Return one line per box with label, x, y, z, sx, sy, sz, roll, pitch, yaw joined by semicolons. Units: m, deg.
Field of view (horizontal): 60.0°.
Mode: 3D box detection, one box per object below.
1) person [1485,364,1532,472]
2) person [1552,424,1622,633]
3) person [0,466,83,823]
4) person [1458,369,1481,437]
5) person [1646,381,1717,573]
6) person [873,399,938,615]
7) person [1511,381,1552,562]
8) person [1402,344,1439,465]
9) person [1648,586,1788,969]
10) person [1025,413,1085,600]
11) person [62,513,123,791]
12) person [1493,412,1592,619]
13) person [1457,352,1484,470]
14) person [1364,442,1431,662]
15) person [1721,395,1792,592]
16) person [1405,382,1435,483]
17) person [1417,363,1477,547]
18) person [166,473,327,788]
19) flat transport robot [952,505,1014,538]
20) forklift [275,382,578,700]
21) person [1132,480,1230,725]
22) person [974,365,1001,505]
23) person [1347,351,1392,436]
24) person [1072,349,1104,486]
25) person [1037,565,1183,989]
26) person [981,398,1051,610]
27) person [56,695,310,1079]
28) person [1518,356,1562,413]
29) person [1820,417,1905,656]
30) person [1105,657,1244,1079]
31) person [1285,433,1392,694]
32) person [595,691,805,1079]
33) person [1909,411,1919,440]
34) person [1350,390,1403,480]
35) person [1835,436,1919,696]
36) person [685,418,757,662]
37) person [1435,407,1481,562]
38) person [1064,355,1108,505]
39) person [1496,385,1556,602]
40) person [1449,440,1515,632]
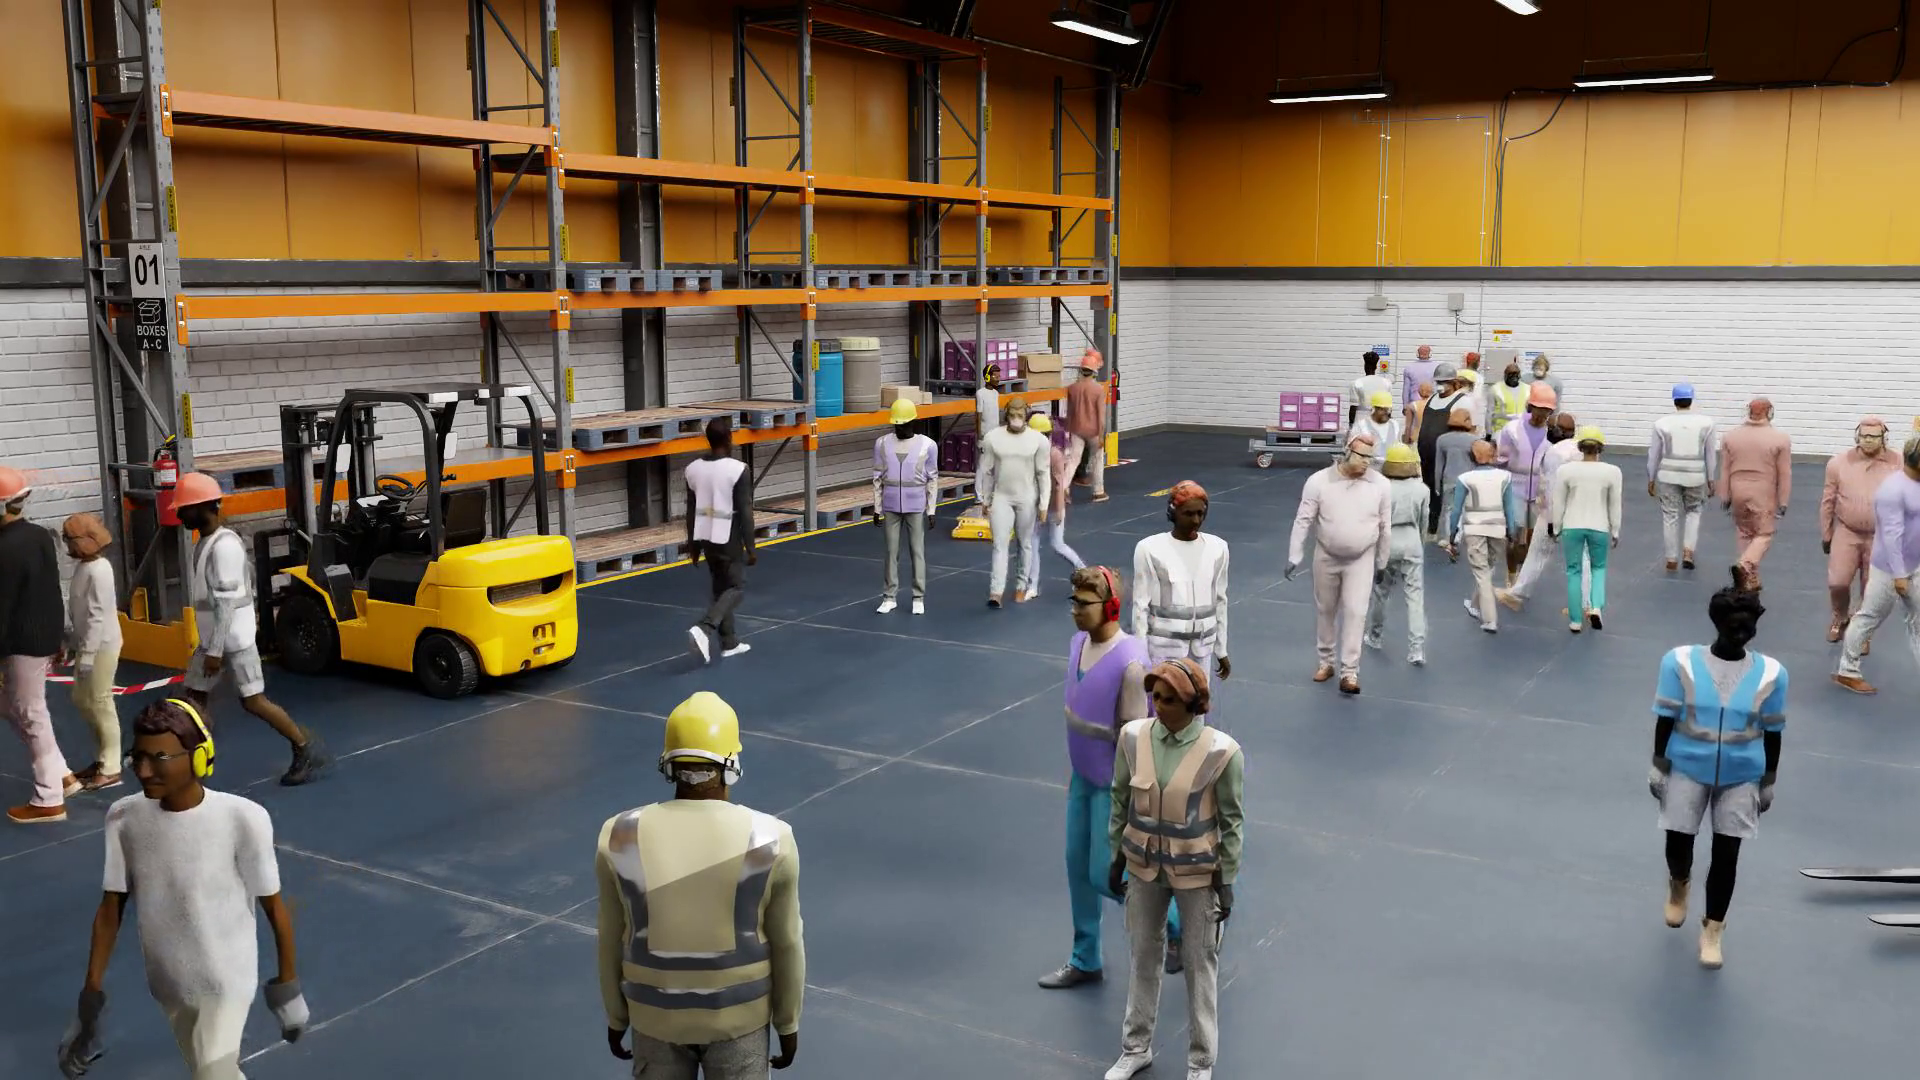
person;7.399;-1.446;22.255;0.613;1.788;0.935;-1;9;-6
person;5.244;-0.093;13.943;0.535;1.752;0.372;3;9;16
person;-5.114;0.578;9.049;0.435;1.978;0.650;-1;9;-8
person;6.701;-1.437;22.406;0.777;1.726;0.536;-9;13;-44
person;7.231;-0.624;16.698;0.644;1.931;0.442;3;9;16
person;-0.490;-0.292;14.687;0.585;1.917;0.382;2;9;11
person;6.056;-0.732;17.536;0.549;1.884;1.009;5;10;27
person;7.254;-2.108;26.068;0.639;1.903;0.409;2;9;12
person;3.301;1.008;7.277;0.544;1.679;0.430;3;10;19
person;0.865;-0.319;15.415;0.734;1.735;0.536;-8;12;-40
person;-5.068;0.649;9.715;0.311;1.630;0.506;-8;12;-42
person;5.221;-0.226;14.652;0.631;1.793;0.918;-7;11;-37
person;7.663;-1.941;25.278;1.045;1.828;0.608;-8;12;-39
person;3.445;0.086;13.029;0.489;1.698;0.913;0;9;-1
person;7.378;-0.402;15.486;0.721;1.884;0.639;-8;12;-40
person;6.140;-1.291;21.944;0.523;1.592;0.887;2;9;10
person;5.310;-0.945;18.377;0.538;2.000;0.689;-5;10;-29
person;-4.168;0.540;9.569;0.918;1.898;0.540;-9;13;-43
flat transport robot;0.354;-0.219;19.349;0.652;0.197;1.431;2;9;10
forklift;-3.974;-0.067;12.417;2.313;2.155;1.214;5;11;30
person;1.219;0.609;9.158;0.572;1.885;0.356;-3;10;-18
person;0.368;-1.302;21.183;0.333;1.860;0.509;6;11;31
person;5.524;-1.563;22.463;0.602;1.966;0.368;-1;9;-6
person;1.784;-1.747;23.707;0.391;1.950;0.774;-2;9;-10
person;0.664;0.994;6.953;0.611;1.826;0.565;-3;10;-19
person;0.486;-0.316;14.901;0.642;1.891;0.983;1;9;8
person;-2.231;1.337;4.818;0.505;1.821;0.959;2;9;14
person;8.044;-1.643;23.269;0.669;1.870;0.982;4;10;22
person;7.154;-0.032;13.152;0.646;1.893;0.442;5;11;30
person;0.779;1.225;6.082;0.512;1.639;0.311;5;10;30
person;2.724;0.169;11.951;0.704;1.856;0.930;3;9;16
person;-0.740;1.341;4.795;0.592;1.824;0.403;0;9;-2
person;10.565;-0.802;17.959;0.980;1.898;0.546;-6;11;-34
person;4.367;-0.694;17.555;0.594;1.812;0.678;-2;9;-13
person;6.629;0.217;11.588;0.651;1.885;1.008;-5;10;-28
person;-1.876;0.006;12.873;0.601;1.904;0.716;6;11;33
person;5.202;-0.578;17.416;0.556;1.616;0.506;-8;12;-42
person;1.619;-1.435;21.721;0.620;1.951;1.021;6;11;33
person;5.194;-0.414;15.135;0.652;2.015;0.527;2;9;15
person;4.408;-0.055;14.158;0.526;1.593;0.850;-1;9;-9
